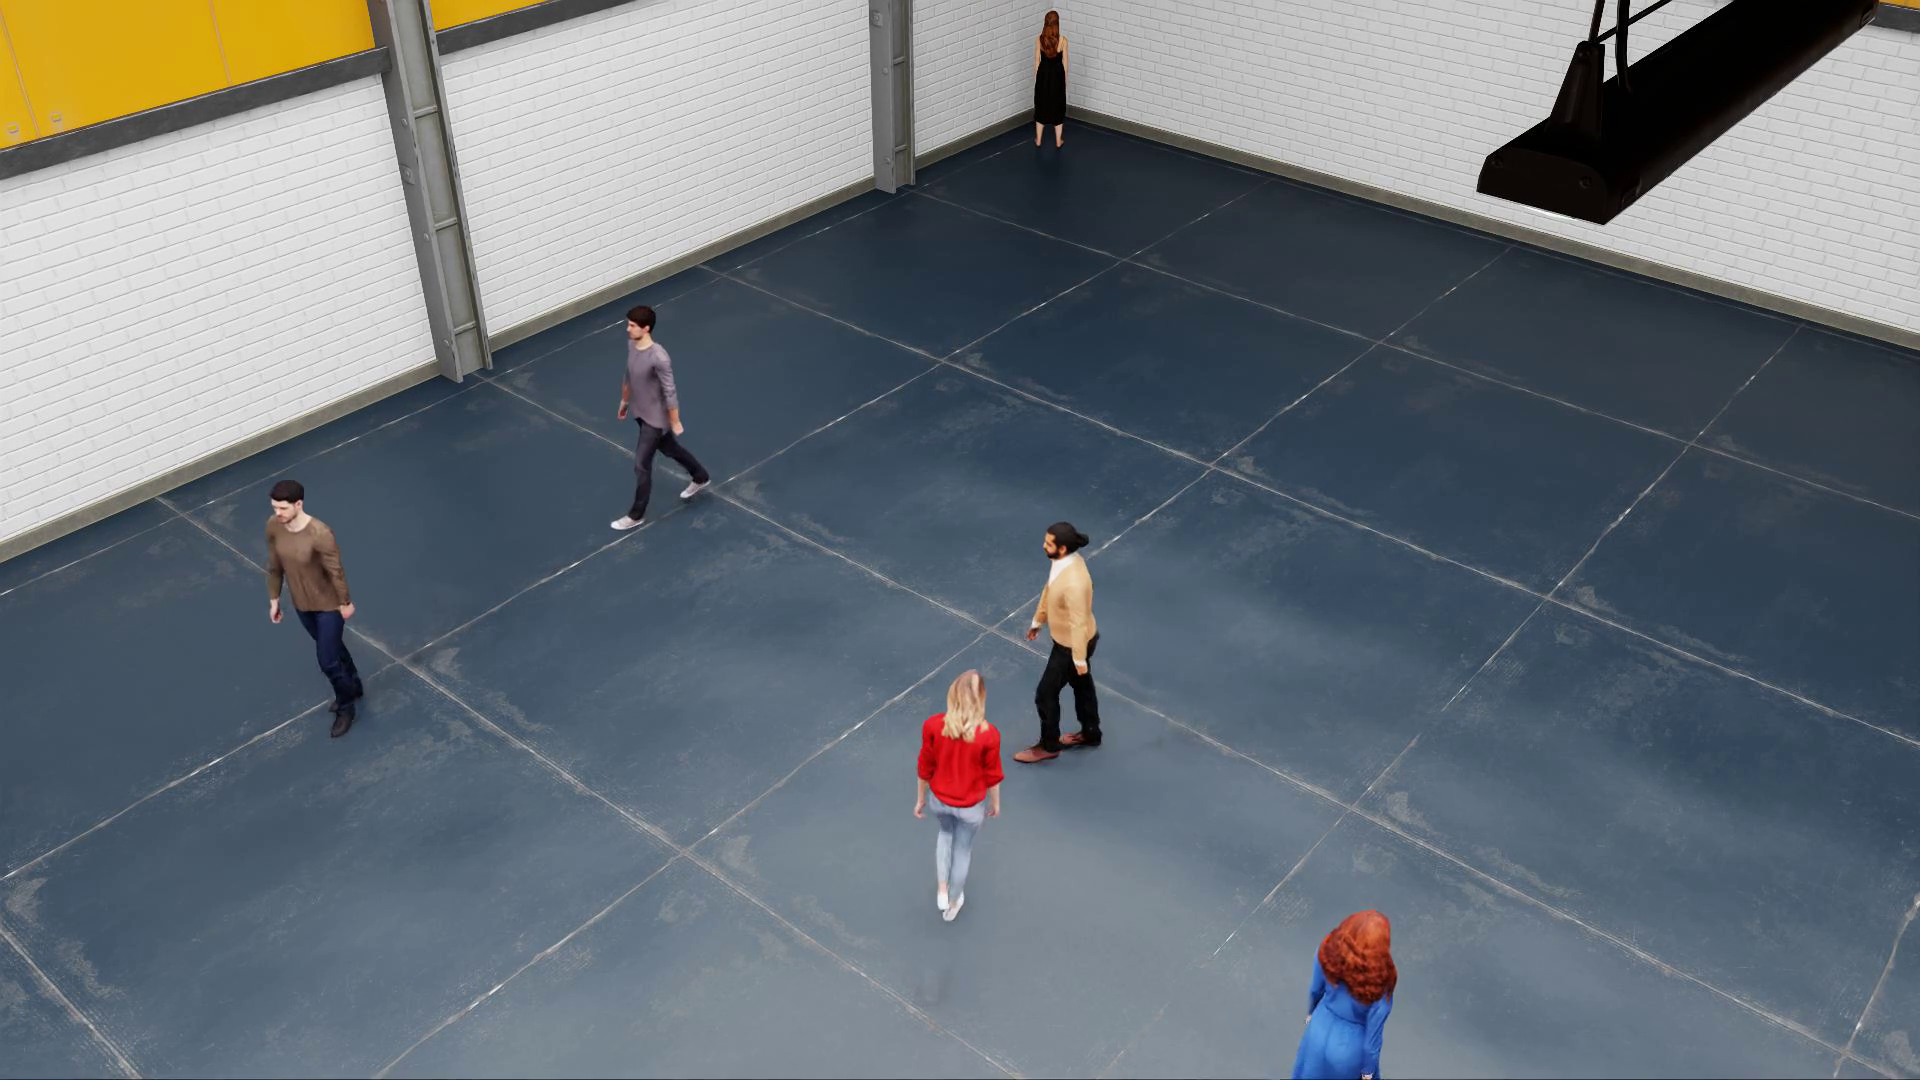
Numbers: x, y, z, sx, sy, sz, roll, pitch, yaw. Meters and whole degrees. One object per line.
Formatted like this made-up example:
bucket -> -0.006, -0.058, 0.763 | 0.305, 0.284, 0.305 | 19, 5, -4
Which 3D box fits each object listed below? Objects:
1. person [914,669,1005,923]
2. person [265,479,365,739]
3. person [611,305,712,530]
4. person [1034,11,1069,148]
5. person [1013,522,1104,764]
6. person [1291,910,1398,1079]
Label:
person -> -0.038, 1.517, 9.353 | 0.751, 1.682, 0.759 | 6, 34, 9
person -> -4.173, 0.345, 10.946 | 0.768, 1.871, 0.831 | 14, 36, 21
person -> -2.330, -1.009, 13.041 | 1.254, 1.807, 0.901 | -21, 39, -28
person -> 1.089, -5.553, 20.043 | 0.662, 1.623, 0.702 | 5, 34, 7
person -> 0.795, 0.648, 10.619 | 0.978, 1.729, 0.928 | -2, 34, -3
person -> 1.706, 2.455, 7.831 | 1.053, 1.805, 0.725 | -25, 41, -32
